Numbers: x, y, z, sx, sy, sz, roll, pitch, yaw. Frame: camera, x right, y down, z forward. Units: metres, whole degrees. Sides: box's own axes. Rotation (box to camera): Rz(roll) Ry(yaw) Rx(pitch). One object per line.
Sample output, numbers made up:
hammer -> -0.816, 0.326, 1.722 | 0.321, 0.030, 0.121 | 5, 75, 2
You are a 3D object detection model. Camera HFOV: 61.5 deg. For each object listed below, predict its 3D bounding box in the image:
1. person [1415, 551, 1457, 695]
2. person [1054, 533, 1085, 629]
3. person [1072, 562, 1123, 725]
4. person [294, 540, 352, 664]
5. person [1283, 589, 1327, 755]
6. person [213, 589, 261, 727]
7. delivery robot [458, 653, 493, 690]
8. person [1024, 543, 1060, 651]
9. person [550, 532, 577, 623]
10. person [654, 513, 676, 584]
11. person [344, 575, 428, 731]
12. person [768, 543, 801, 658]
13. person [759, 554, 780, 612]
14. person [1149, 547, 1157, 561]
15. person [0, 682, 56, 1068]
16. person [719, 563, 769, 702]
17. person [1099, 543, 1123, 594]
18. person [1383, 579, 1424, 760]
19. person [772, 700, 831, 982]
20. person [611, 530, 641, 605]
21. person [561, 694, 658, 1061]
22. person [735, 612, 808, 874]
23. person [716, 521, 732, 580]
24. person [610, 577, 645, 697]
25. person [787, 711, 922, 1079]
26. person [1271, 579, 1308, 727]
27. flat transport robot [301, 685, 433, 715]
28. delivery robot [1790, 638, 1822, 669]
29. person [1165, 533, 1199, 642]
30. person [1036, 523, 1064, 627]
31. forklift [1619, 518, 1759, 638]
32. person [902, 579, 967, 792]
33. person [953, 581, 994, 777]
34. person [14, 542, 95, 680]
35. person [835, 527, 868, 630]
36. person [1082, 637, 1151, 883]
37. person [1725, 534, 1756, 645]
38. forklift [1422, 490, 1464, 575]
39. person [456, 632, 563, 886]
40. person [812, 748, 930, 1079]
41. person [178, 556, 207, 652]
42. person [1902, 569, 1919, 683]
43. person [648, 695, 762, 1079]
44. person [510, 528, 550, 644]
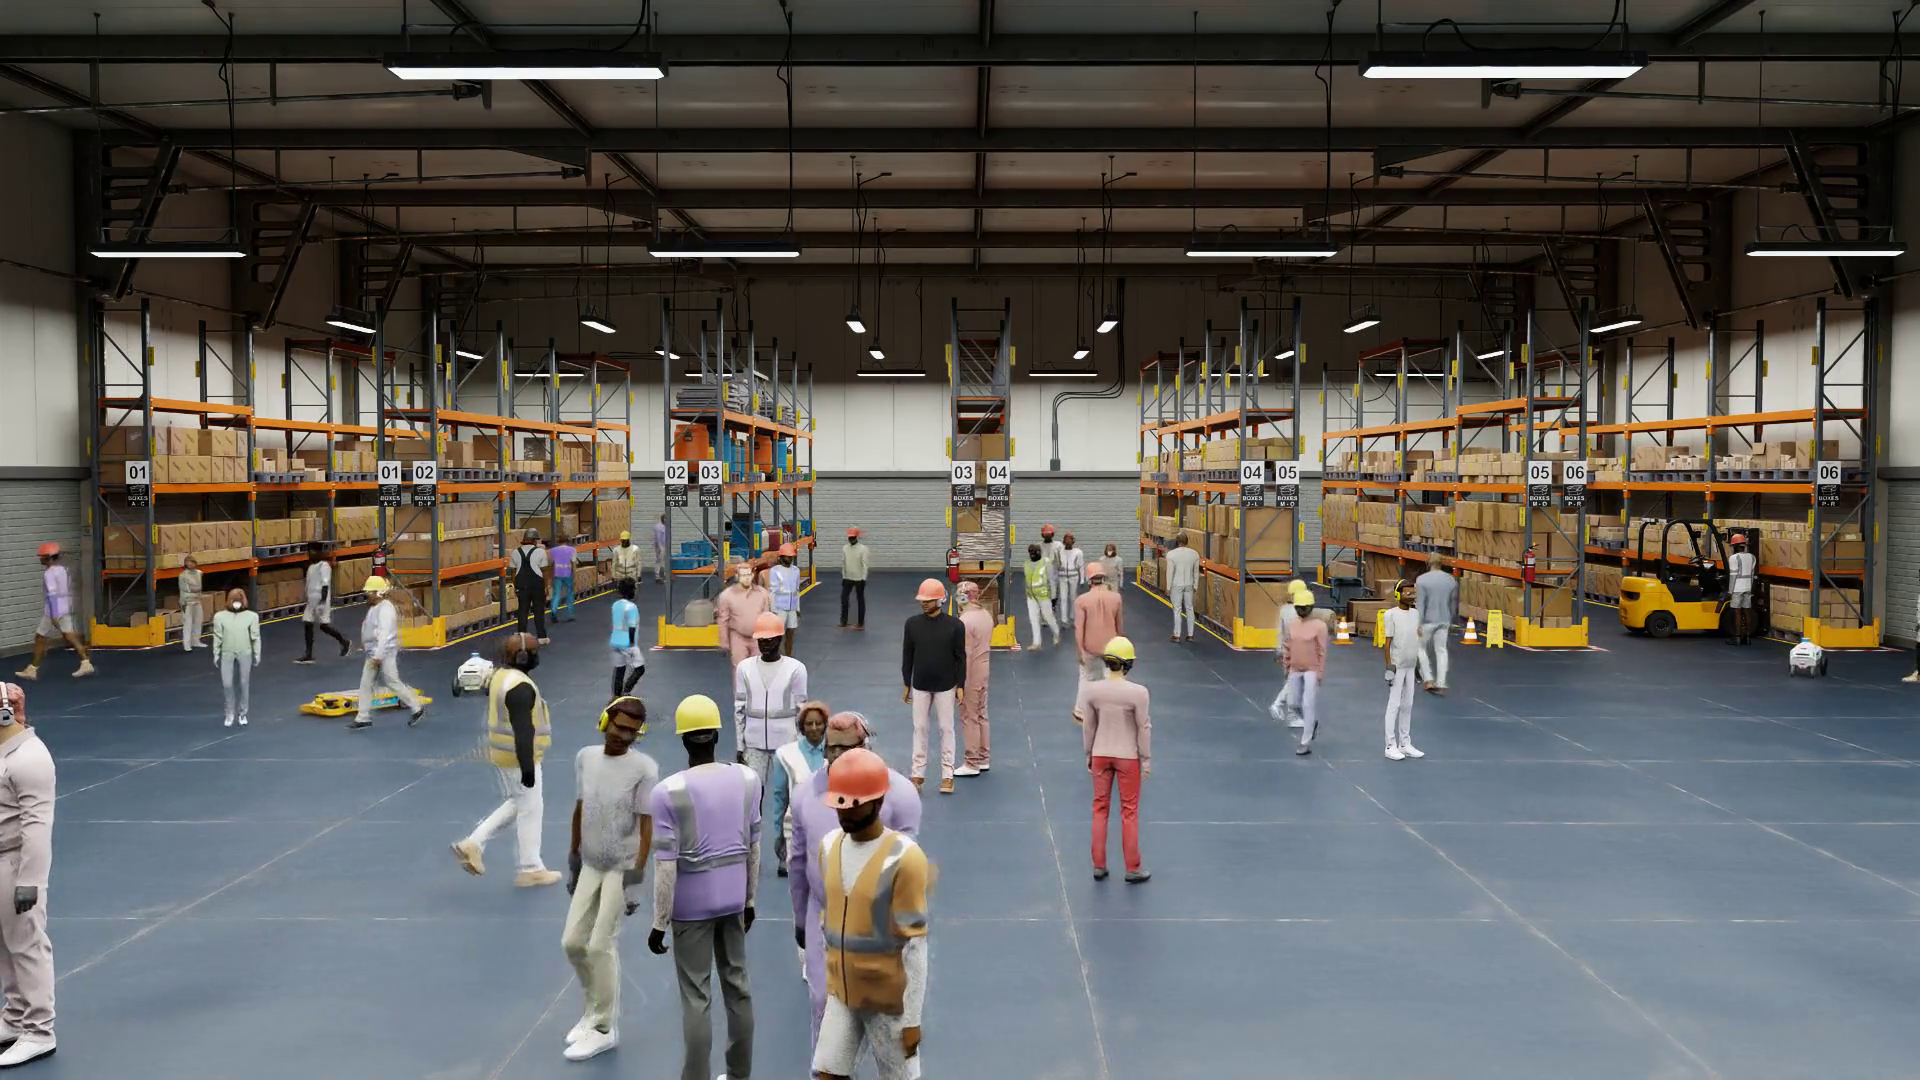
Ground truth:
person -> 6.370, 1.116, 21.732 | 0.660, 1.920, 0.550 | -1, 2, -19
person -> 2.124, 0.782, 31.290 | 0.594, 1.841, 0.991 | 0, 2, 10
person -> 1.613, 1.232, 18.755 | 0.629, 1.941, 1.045 | -1, 2, -13
person -> -10.050, 0.963, 25.414 | 0.613, 1.946, 0.821 | 2, 3, 38
person -> 3.711, 1.387, 17.198 | 0.525, 1.747, 0.543 | 2, 3, 44
person -> -8.474, 1.381, 18.931 | 0.521, 1.609, 0.648 | -1, 2, -23
delivery robot -> -6.522, 1.765, 21.750 | 0.477, 0.478, 0.707 | 0, 2, -5
person -> 1.409, 0.952, 27.447 | 0.653, 1.807, 0.772 | 2, 3, 39
person -> -7.997, 0.750, 32.456 | 0.575, 1.813, 0.869 | 0, 2, 6
person -> -8.104, 0.225, 44.192 | 0.431, 1.938, 0.638 | 1, 3, 33
person -> -6.666, 1.301, 18.770 | 0.884, 1.803, 0.601 | -2, 3, -39
person -> -2.610, 1.010, 24.254 | 0.551, 1.934, 0.373 | -2, 3, -41
person -> -3.097, 1.052, 27.197 | 0.522, 1.619, 0.702 | 1, 2, 16
person -> 5.413, 0.382, 44.454 | 0.854, 1.588, 0.502 | 0, 2, 3
person -> -4.816, 1.665, 8.152 | 0.649, 1.906, 0.401 | 2, 3, 45
person -> -2.595, 1.218, 19.582 | 0.665, 1.888, 0.433 | -1, 3, -28
person -> 2.975, 0.861, 31.859 | 0.521, 1.612, 0.441 | 1, 2, 18
person -> 4.637, 1.337, 16.850 | 0.524, 1.871, 0.325 | -2, 3, -34
person -> -0.865, 1.747, 9.641 | 0.520, 1.622, 0.644 | 0, 2, -9
person -> -6.888, 0.710, 33.297 | 0.609, 1.817, 0.439 | 0, 2, -5
person -> -1.822, 1.699, 8.230 | 0.553, 1.831, 0.408 | 1, 3, 29
person -> -1.403, 1.498, 11.958 | 0.547, 1.938, 0.379 | 0, 2, 6
person -> -6.419, 0.304, 45.325 | 0.771, 1.667, 0.532 | 0, 2, -10
person -> -4.124, 1.302, 19.979 | 0.363, 1.686, 0.537 | -2, 3, -44
person -> -0.475, 1.708, 7.497 | 0.652, 1.879, 0.791 | 0, 2, 12
person -> 3.938, 1.324, 18.920 | 0.398, 1.731, 0.488 | -1, 2, -21
flat transport robot -> -7.451, 2.008, 20.321 | 0.652, 0.197, 1.431 | 2, 3, 40
delivery robot -> 12.469, 1.684, 23.793 | 0.477, 0.478, 0.707 | 2, 3, 35
person -> 3.935, 0.836, 28.609 | 0.637, 1.936, 0.355 | -1, 2, -17
person -> 1.741, 0.672, 31.692 | 0.620, 2.023, 0.628 | 0, 2, 4
forklift -> 13.417, 0.684, 29.791 | 2.313, 2.155, 1.214 | 0, 2, 0
person -> -0.247, 1.351, 15.031 | 0.613, 1.988, 0.398 | 1, 2, 16
person -> 0.085, 1.358, 15.895 | 0.402, 1.904, 0.652 | 1, 2, 23
person -> -13.114, 1.022, 23.418 | 1.072, 1.996, 0.605 | 0, 2, -5
person -> -2.076, 0.736, 30.705 | 0.654, 1.964, 0.837 | 1, 3, 30
person -> 1.149, 1.590, 11.773 | 0.526, 1.768, 0.331 | 1, 3, 30
person -> 13.571, 0.858, 28.111 | 0.544, 1.936, 0.359 | -1, 2, -24
forklift -> 13.926, -0.371, 47.846 | 1.873, 2.768, 1.129 | 0, 2, 0
person -> -3.227, 1.571, 11.580 | 0.630, 1.829, 0.635 | -1, 3, -26
person -> -0.320, 1.751, 6.298 | 0.564, 1.912, 0.845 | 2, 3, 38
person -> -12.865, 1.059, 27.019 | 0.404, 1.610, 0.551 | 1, 2, 20
person -> 13.797, 1.199, 22.808 | 0.761, 1.670, 0.535 | 1, 3, 26
person -> -1.190, 1.683, 7.501 | 0.587, 1.922, 0.383 | -2, 3, -42
person -> -7.505, 0.818, 28.319 | 0.672, 2.000, 0.536 | 0, 2, 8
